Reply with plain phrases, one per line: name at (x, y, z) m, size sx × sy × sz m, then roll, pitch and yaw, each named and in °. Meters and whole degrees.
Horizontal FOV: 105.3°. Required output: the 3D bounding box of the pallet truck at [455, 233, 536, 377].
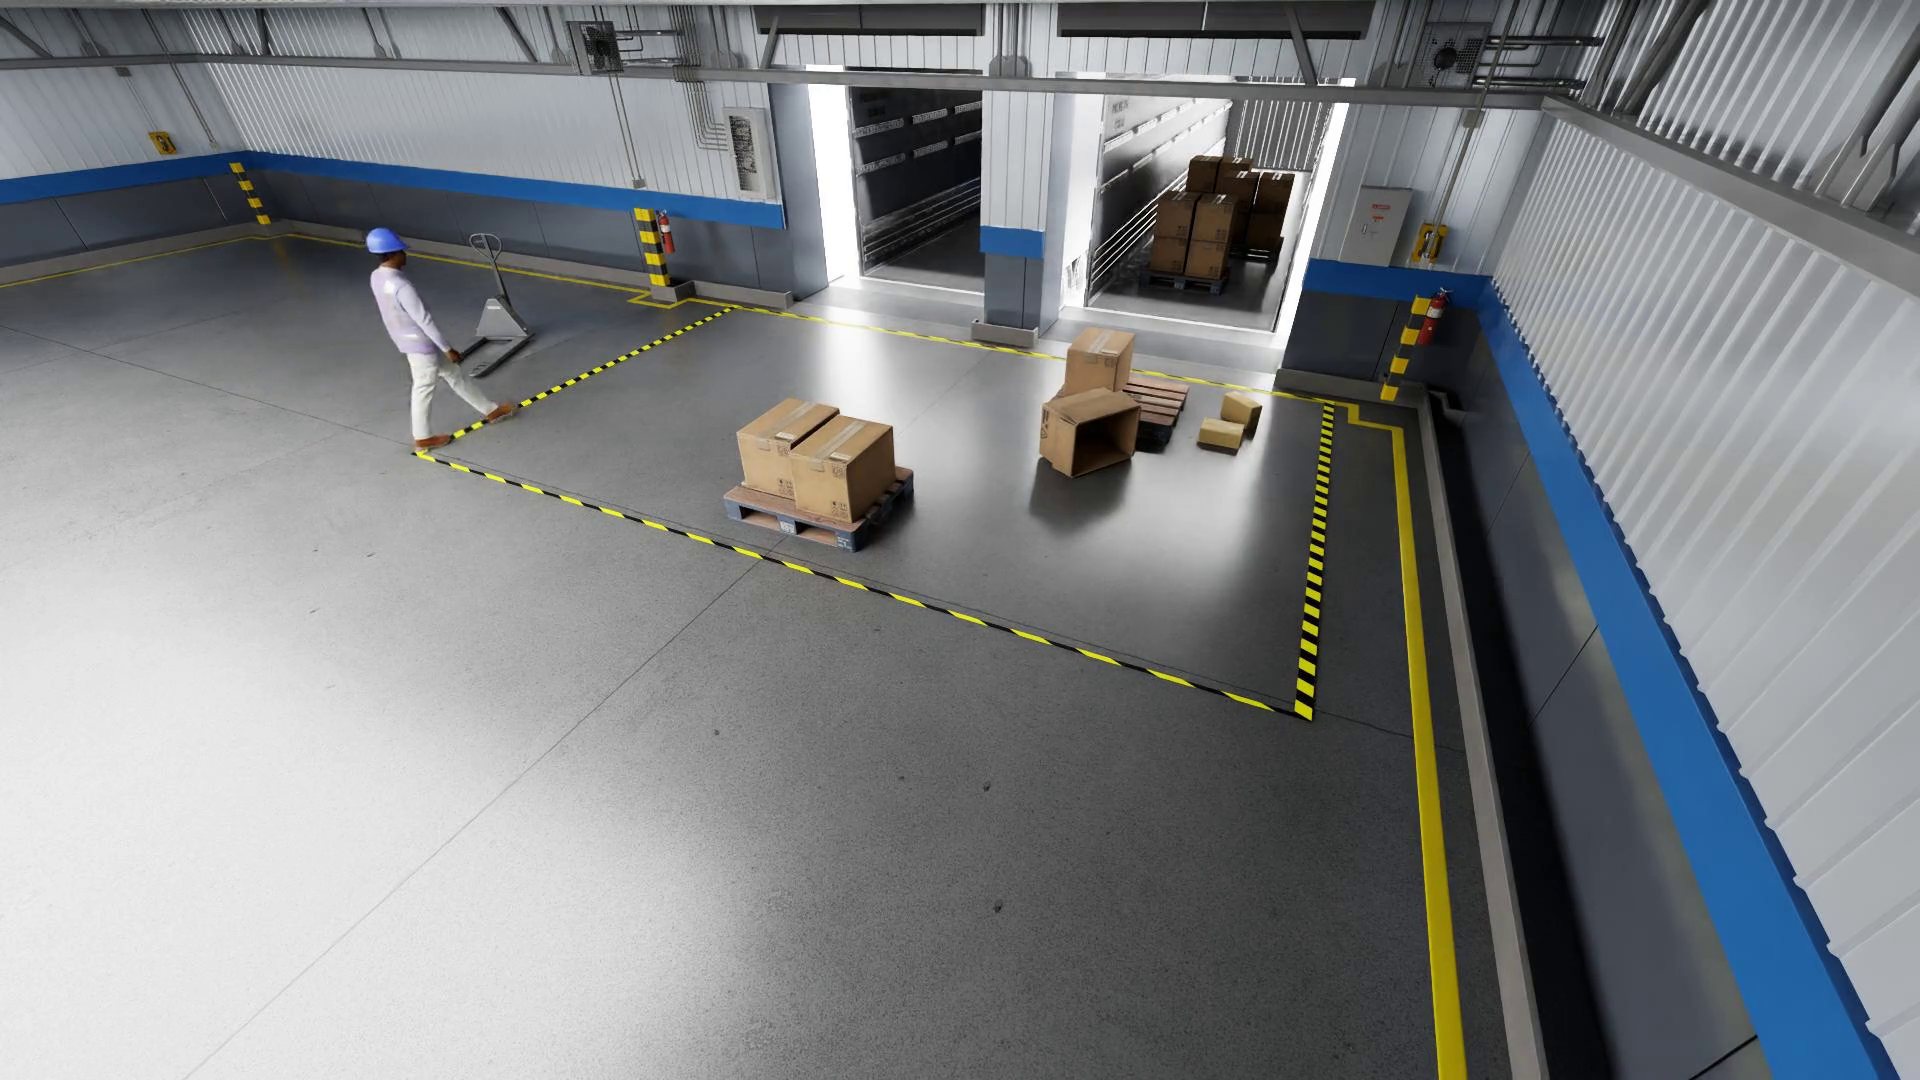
pallet truck at (-5.664, -2.712, 8.427) m, size 0.680 × 1.201 × 1.601 m, roll 0°, pitch 35°, yaw -1°

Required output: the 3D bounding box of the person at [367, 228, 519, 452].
person at (-4.728, -1.794, 6.567) m, size 0.642 × 1.889 × 0.983 m, roll 27°, pitch 43°, yaw 32°
